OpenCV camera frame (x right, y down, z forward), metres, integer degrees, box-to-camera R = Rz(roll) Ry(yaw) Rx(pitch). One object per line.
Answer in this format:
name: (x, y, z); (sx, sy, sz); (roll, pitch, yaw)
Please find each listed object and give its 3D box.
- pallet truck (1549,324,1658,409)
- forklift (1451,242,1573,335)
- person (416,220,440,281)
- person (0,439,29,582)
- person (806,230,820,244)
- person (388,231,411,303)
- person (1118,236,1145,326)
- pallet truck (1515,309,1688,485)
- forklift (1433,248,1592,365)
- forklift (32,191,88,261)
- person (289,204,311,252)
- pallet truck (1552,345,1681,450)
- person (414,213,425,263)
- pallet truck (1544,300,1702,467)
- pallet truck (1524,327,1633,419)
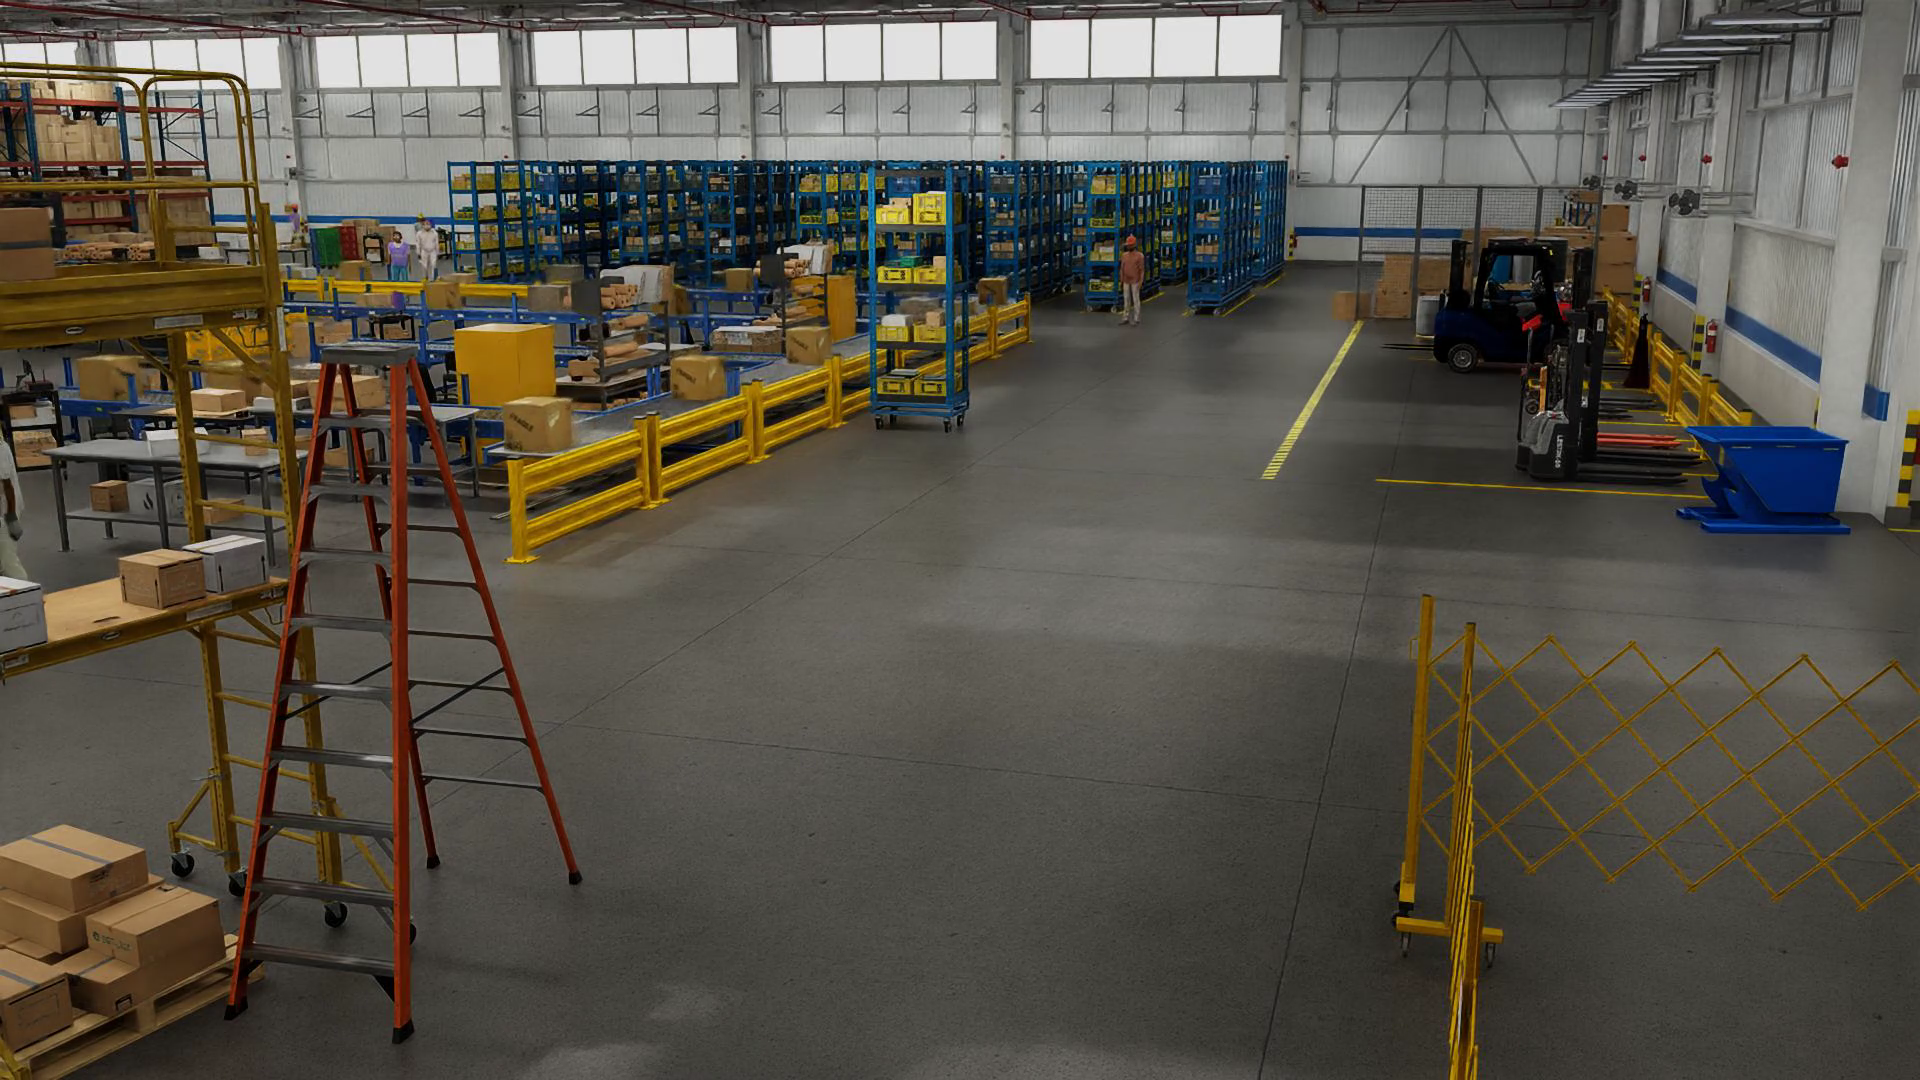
pallet truck: (9.824, -2.669, 25.407); (1.601, 1.201, 0.680); (4, 14, 16)
forklift: (10.464, -4.597, 31.405); (2.680, 1.987, 1.157); (4, 14, 16)
person: (-15.732, -8.520, 49.235); (0.655, 1.890, 0.587); (-5, 14, -21)
person: (-7.718, -0.208, 13.430); (0.451, 1.848, 0.571); (-13, 18, -43)
person: (-3.850, -7.367, 44.383); (0.404, 1.829, 0.600); (12, 18, 43)
person: (-14.507, -7.072, 43.083); (0.575, 1.841, 0.375); (-1, 13, -6)
person: (3.839, -5.793, 37.243); (0.612, 1.987, 0.399); (12, 17, 41)
pallet truck: (7.554, -1.677, 19.446); (1.885, 1.965, 0.823); (3, 13, 14)
forklift: (9.780, -4.111, 29.280); (2.680, 1.987, 1.157); (3, 13, 14)
forklift: (-28.554, -9.724, 52.275); (1.129, 2.768, 1.873); (4, 14, 16)
person: (-25.967, -12.224, 65.238); (1.008, 1.879, 0.563); (5, 14, 22)
pallet truck: (8.641, -1.896, 21.908); (1.630, 1.274, 0.653); (4, 14, 16)
person: (-19.143, -10.740, 59.172); (0.485, 1.734, 0.346); (-8, 15, -31)
pallet truck: (8.263, -1.952, 20.631); (1.885, 1.965, 0.823); (5, 14, 20)
pallet truck: (9.065, -2.460, 24.370); (1.522, 1.261, 0.704); (3, 13, 14)
